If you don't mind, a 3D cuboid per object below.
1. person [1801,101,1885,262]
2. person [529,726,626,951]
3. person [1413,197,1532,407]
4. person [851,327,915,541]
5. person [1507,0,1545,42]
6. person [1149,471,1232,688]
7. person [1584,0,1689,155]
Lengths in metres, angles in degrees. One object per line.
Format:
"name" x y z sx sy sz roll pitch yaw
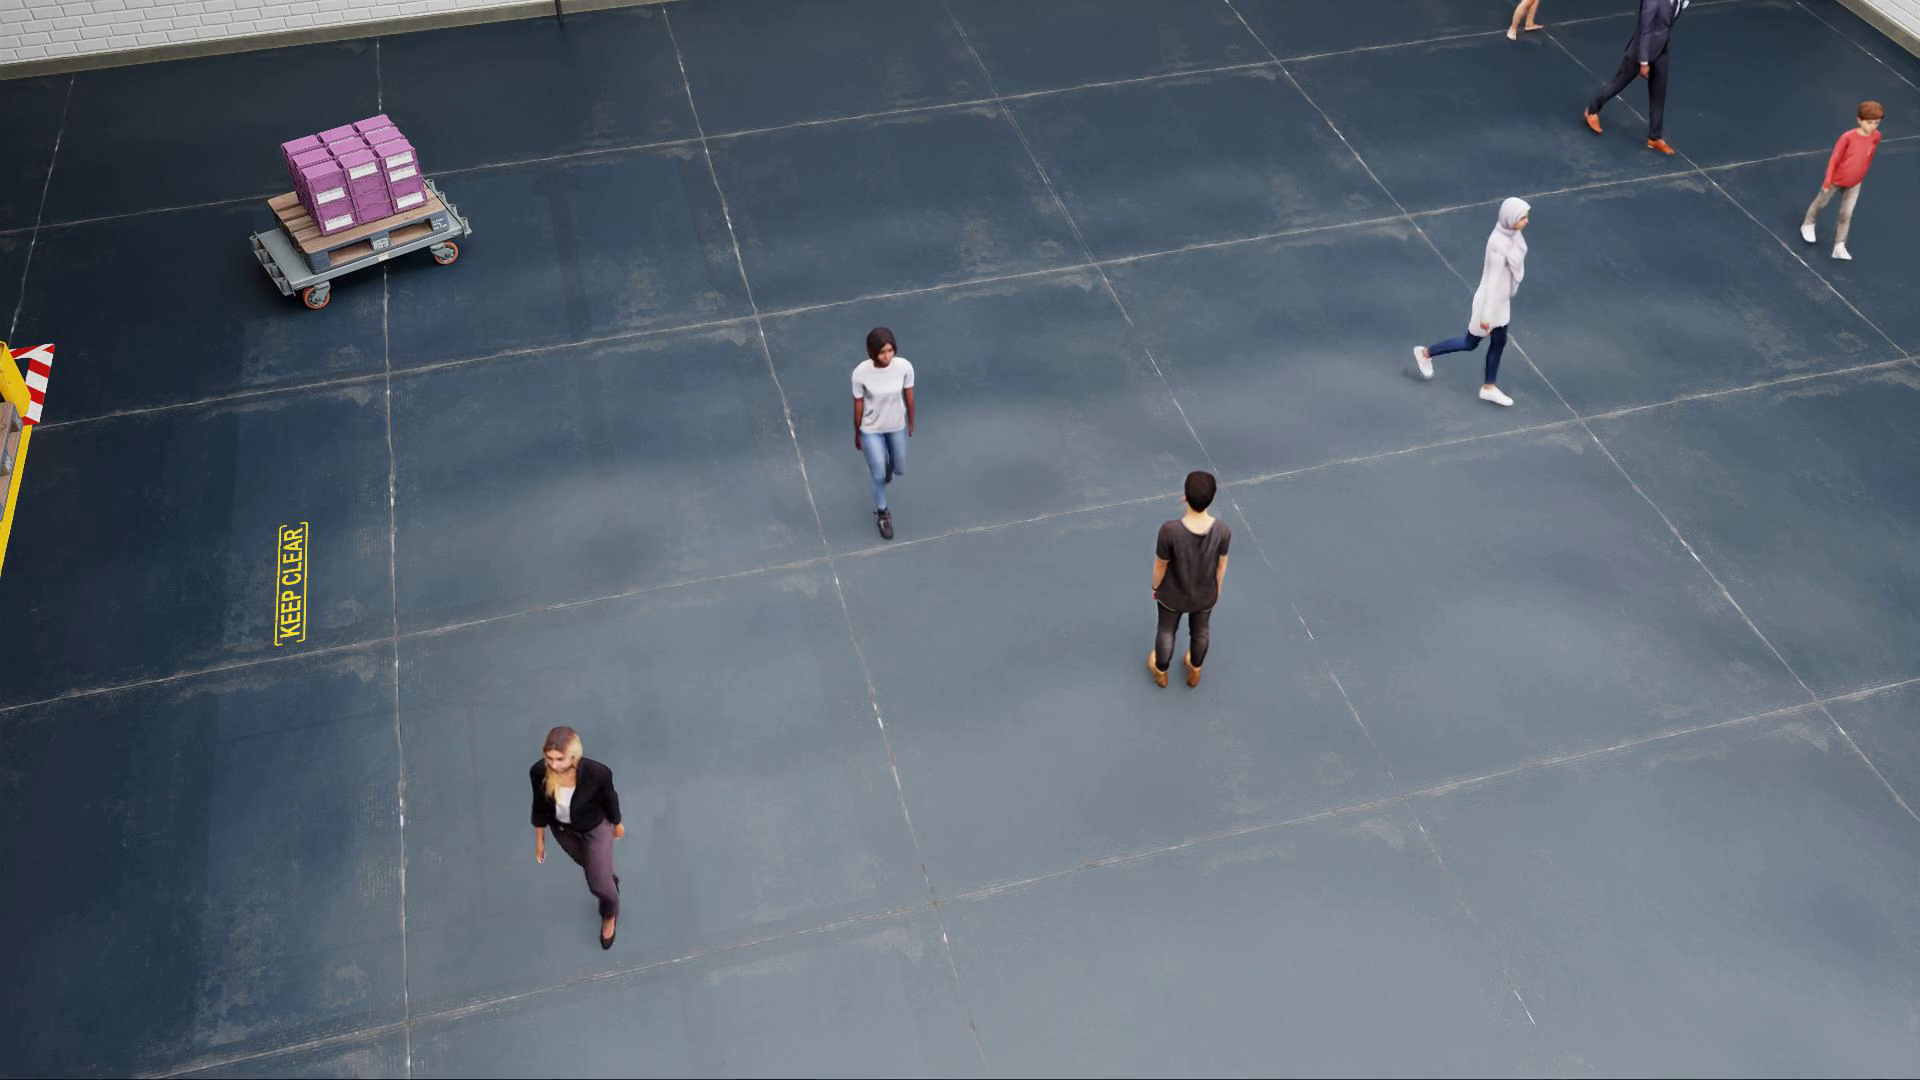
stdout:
"person" 7.541 -3.137 14.242 0.700 1.388 0.965 0 44 0
"person" -2.047 1.531 9.148 0.730 1.656 0.788 8 44 9
"person" 3.942 -1.823 12.600 1.150 1.750 1.052 25 49 24
"person" -0.559 -0.818 11.577 0.576 1.707 0.854 -11 45 -11
"person" 5.999 -5.967 17.037 0.783 1.631 0.749 14 45 14
"person" 1.439 0.278 10.424 0.666 1.711 0.640 2 44 2
"person" 6.287 -4.532 15.423 0.928 1.779 1.289 -23 48 -22
